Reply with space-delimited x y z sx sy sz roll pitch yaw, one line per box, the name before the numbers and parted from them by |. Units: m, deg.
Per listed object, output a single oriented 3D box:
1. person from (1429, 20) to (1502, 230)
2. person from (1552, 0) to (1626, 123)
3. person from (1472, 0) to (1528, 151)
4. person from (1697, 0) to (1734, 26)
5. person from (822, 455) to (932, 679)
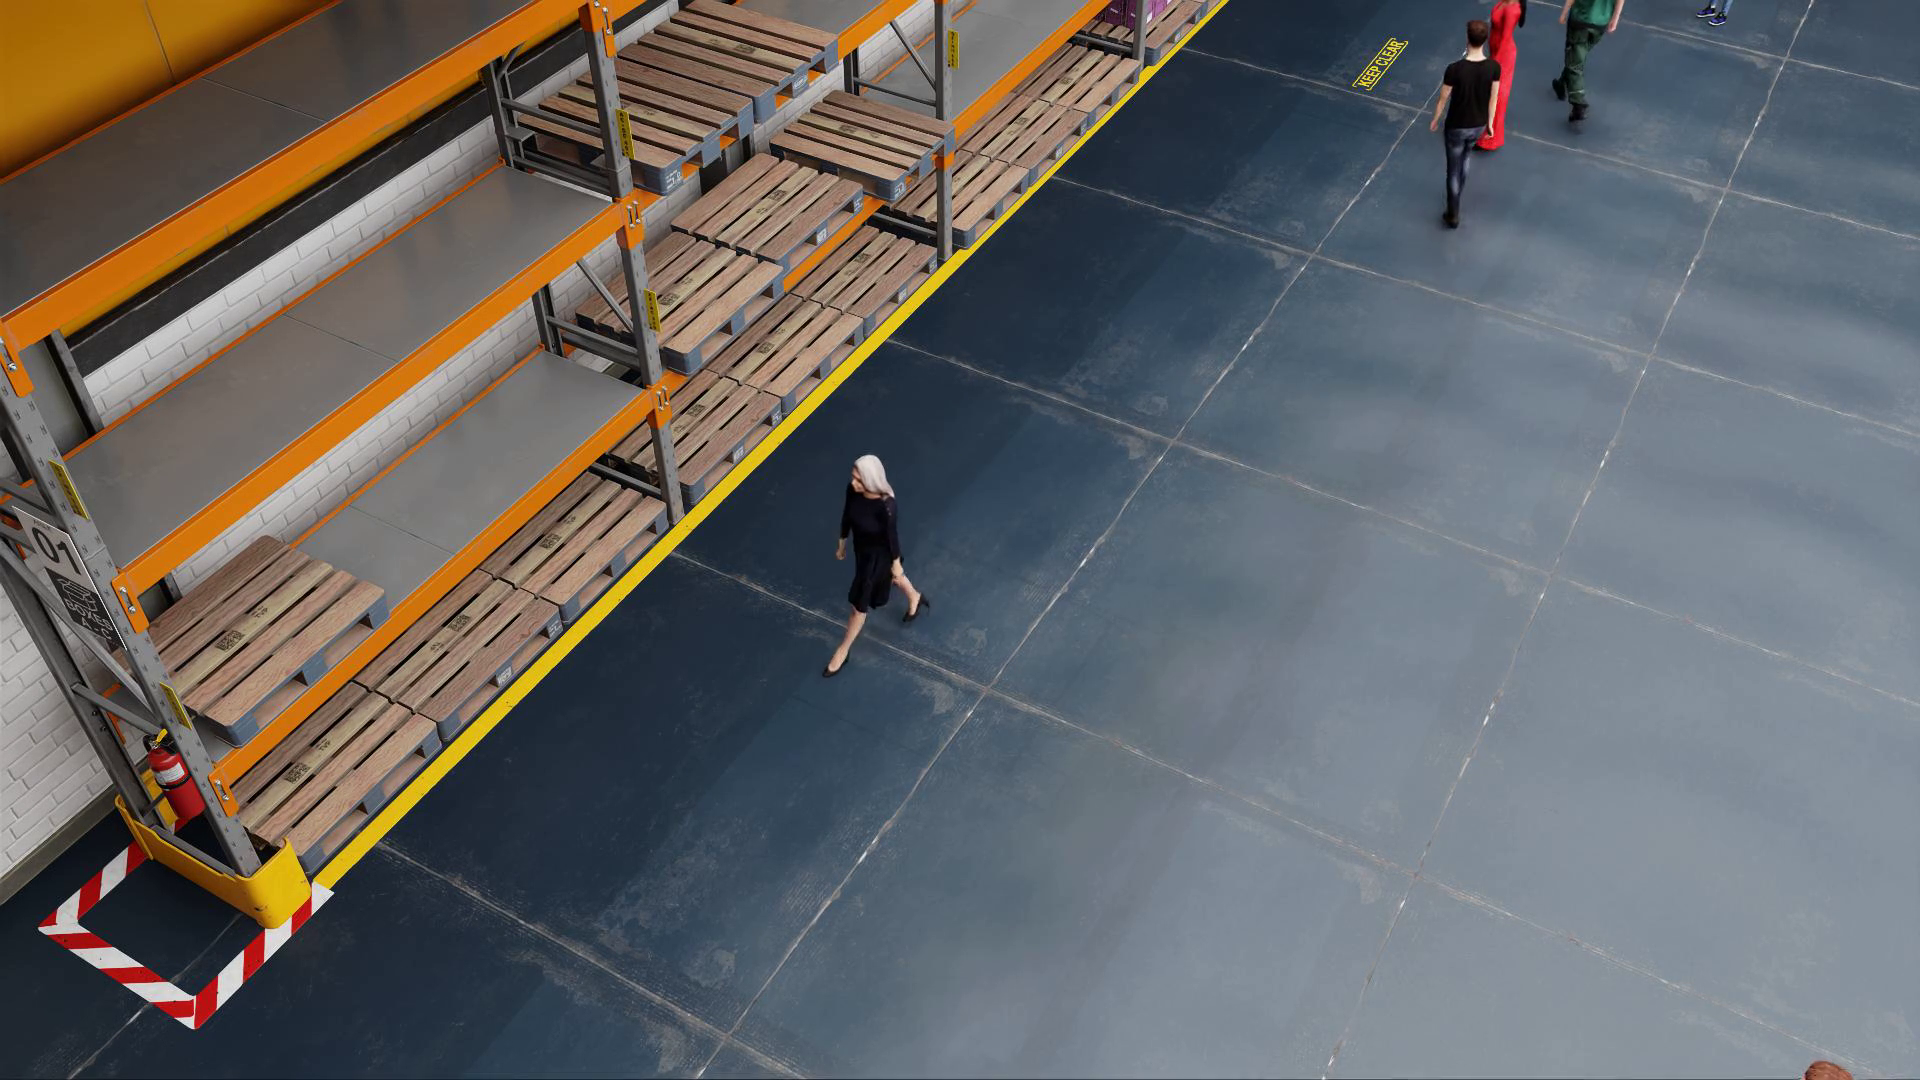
person | 4.496 -3.623 14.755 0.936 1.871 1.024 0 44 0
person | 6.141 -4.980 16.184 1.144 1.865 1.298 -5 44 -5
person | 5.147 -4.563 15.803 0.771 1.786 0.644 10 44 10
person | 8.309 -6.206 17.913 0.632 1.255 0.579 -13 45 -13
person | -0.510 0.086 10.995 1.261 1.687 0.863 -32 52 -29
